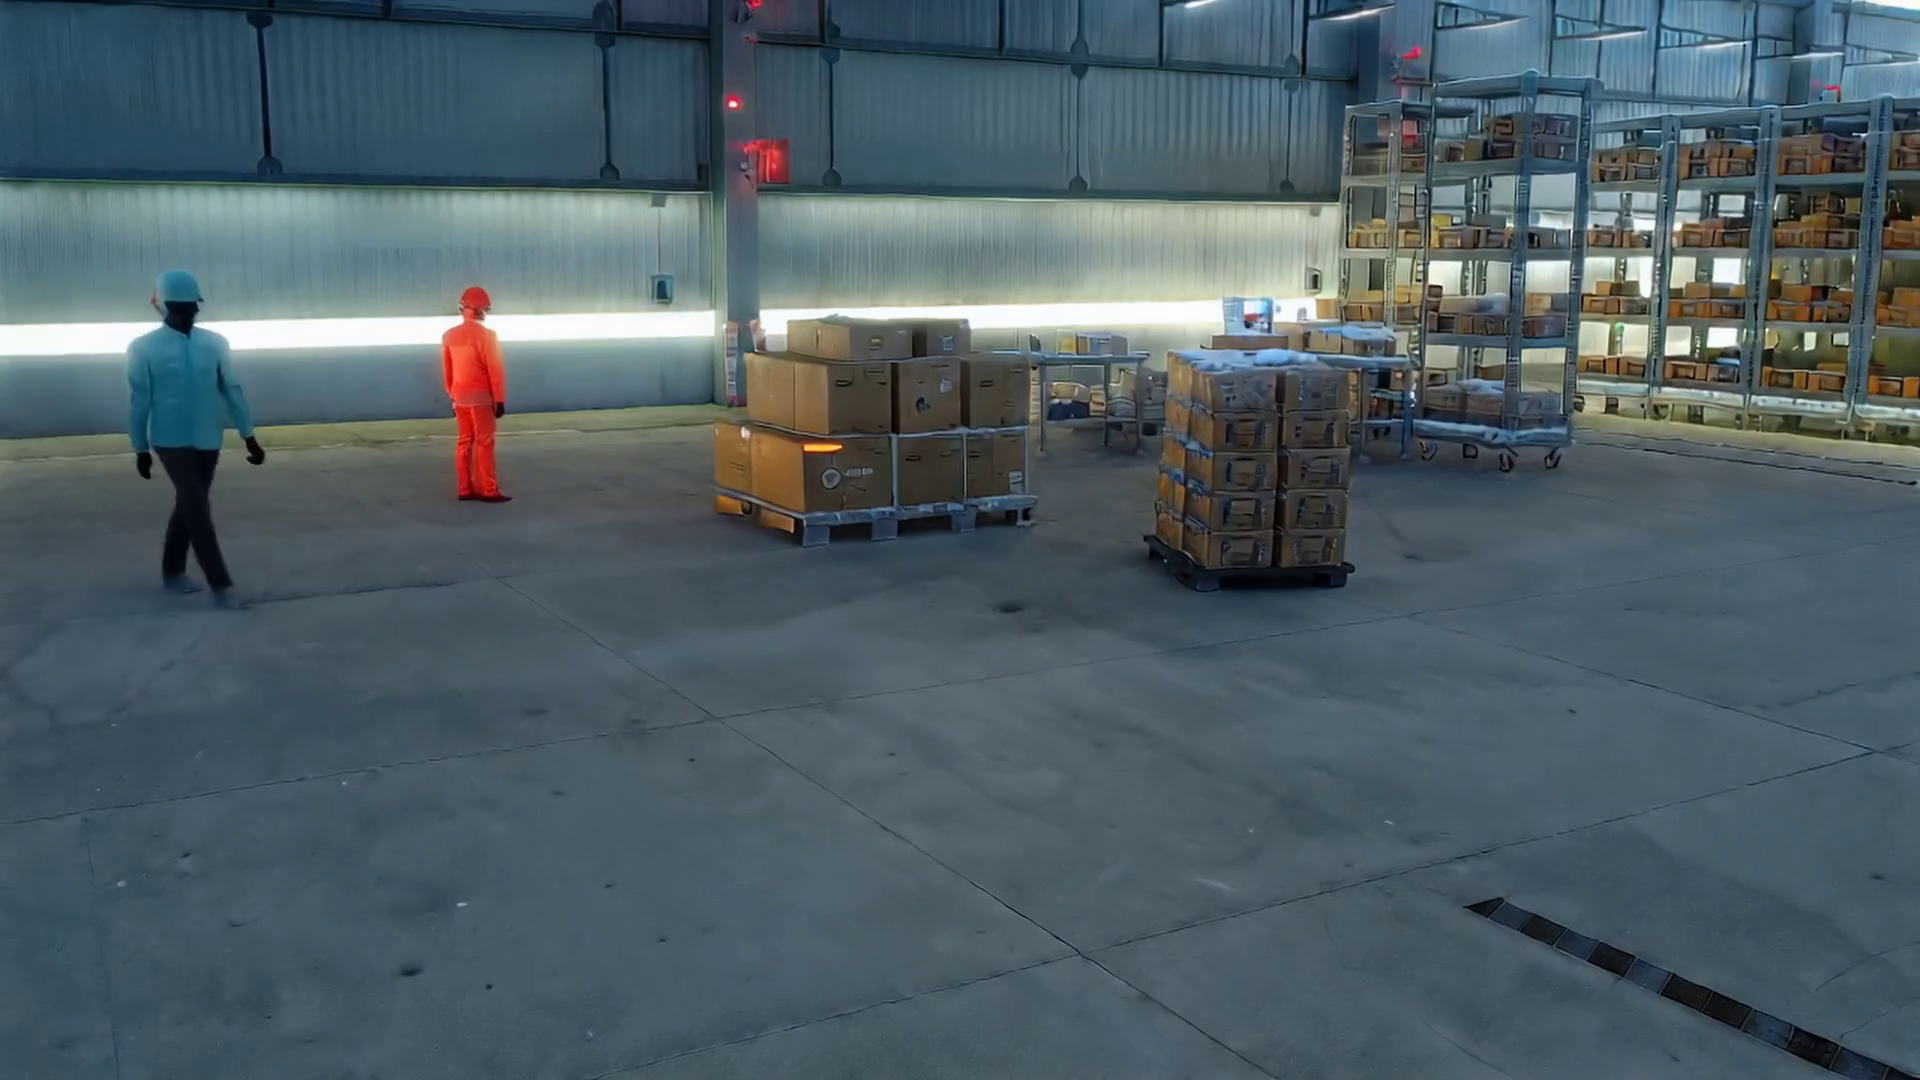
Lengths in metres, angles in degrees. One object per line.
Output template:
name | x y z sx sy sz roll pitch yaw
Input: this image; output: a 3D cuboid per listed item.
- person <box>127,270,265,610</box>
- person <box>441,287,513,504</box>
person | -4.463 -0.585 9.664 1.018 1.948 0.622 6 12 30
person | -3.907 -1.166 13.463 0.573 1.750 0.329 5 11 27
